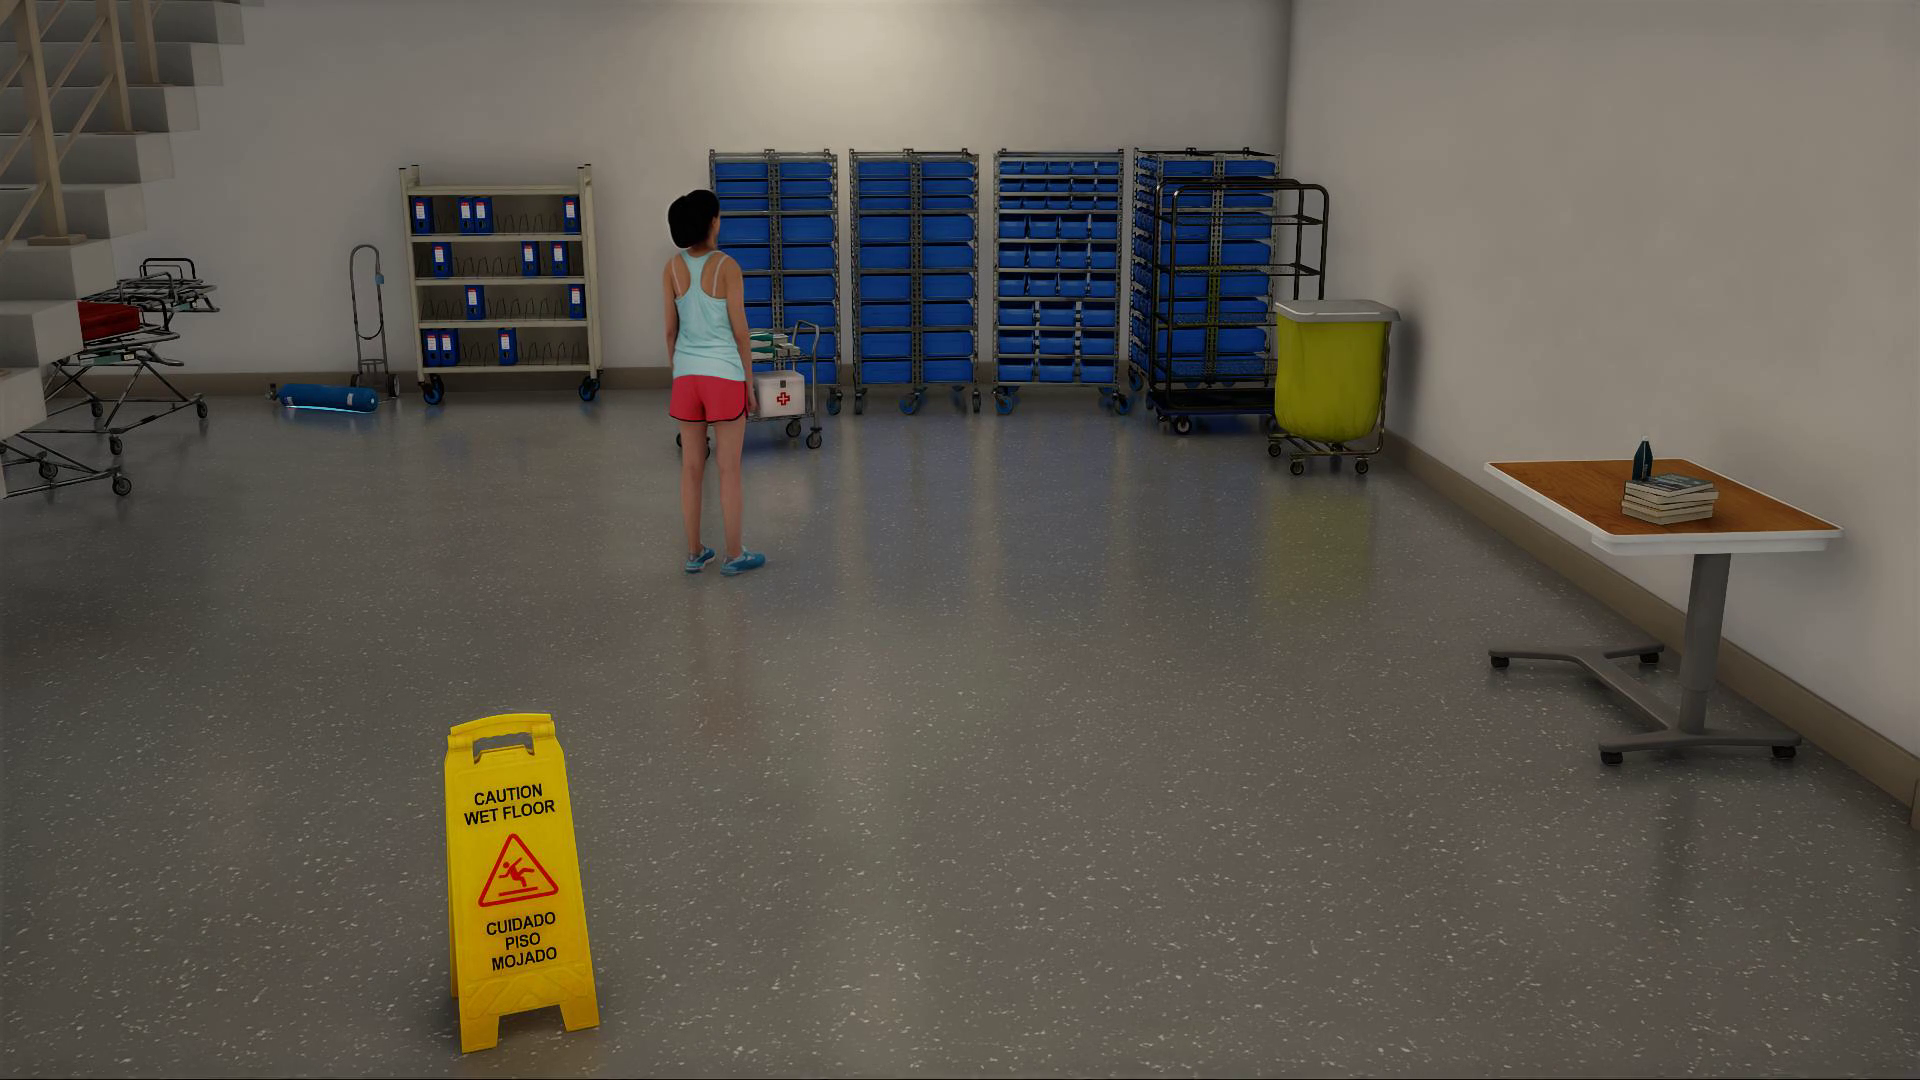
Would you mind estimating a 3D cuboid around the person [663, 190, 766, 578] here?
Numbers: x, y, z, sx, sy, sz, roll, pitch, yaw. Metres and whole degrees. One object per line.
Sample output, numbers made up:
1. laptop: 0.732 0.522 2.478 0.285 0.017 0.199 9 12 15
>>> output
1. person: -1.146 -0.713 7.629 0.683 1.765 0.709 6 17 19
